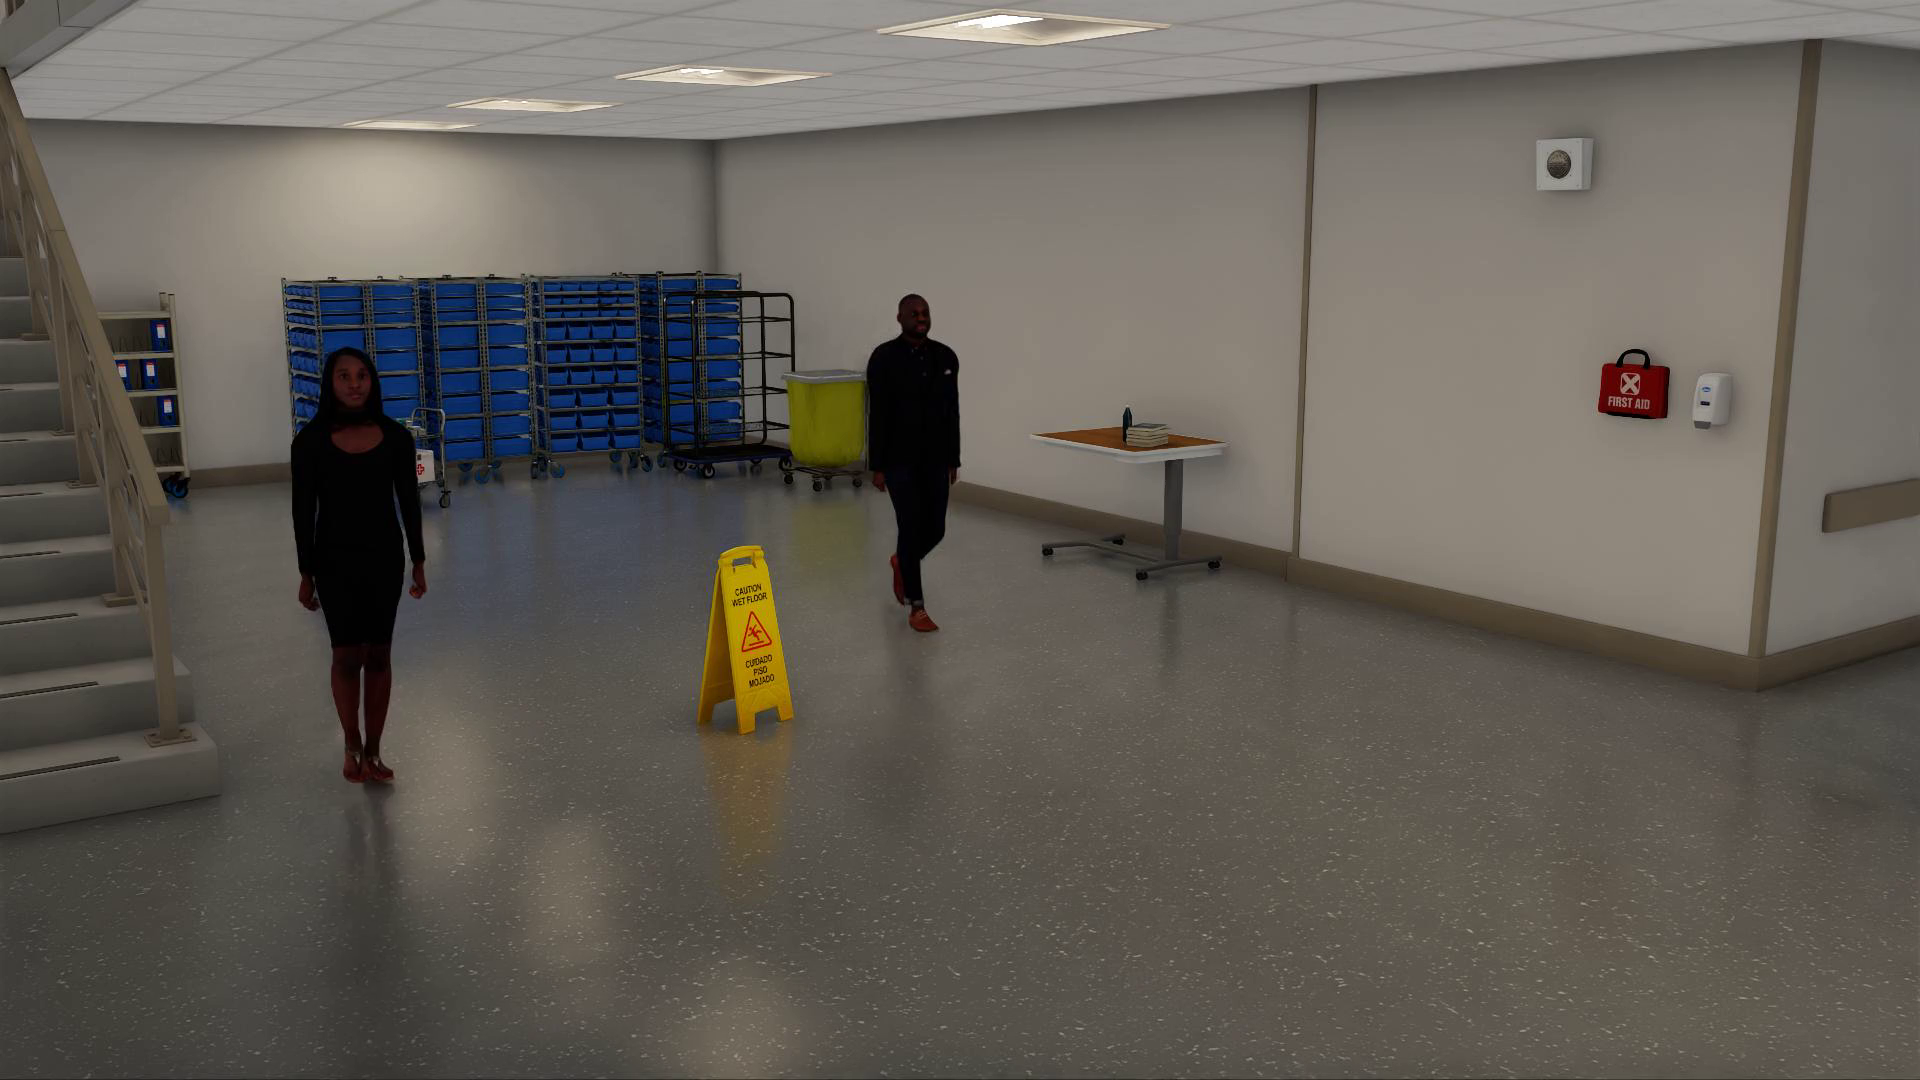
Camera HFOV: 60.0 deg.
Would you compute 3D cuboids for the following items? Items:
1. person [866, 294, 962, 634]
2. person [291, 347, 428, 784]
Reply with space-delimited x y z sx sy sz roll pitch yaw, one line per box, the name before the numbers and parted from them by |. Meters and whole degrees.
person | -0.270 -0.422 9.073 0.810 1.799 1.090 -5 12 -25
person | -2.381 0.103 6.536 0.613 1.713 0.577 -7 13 -34
